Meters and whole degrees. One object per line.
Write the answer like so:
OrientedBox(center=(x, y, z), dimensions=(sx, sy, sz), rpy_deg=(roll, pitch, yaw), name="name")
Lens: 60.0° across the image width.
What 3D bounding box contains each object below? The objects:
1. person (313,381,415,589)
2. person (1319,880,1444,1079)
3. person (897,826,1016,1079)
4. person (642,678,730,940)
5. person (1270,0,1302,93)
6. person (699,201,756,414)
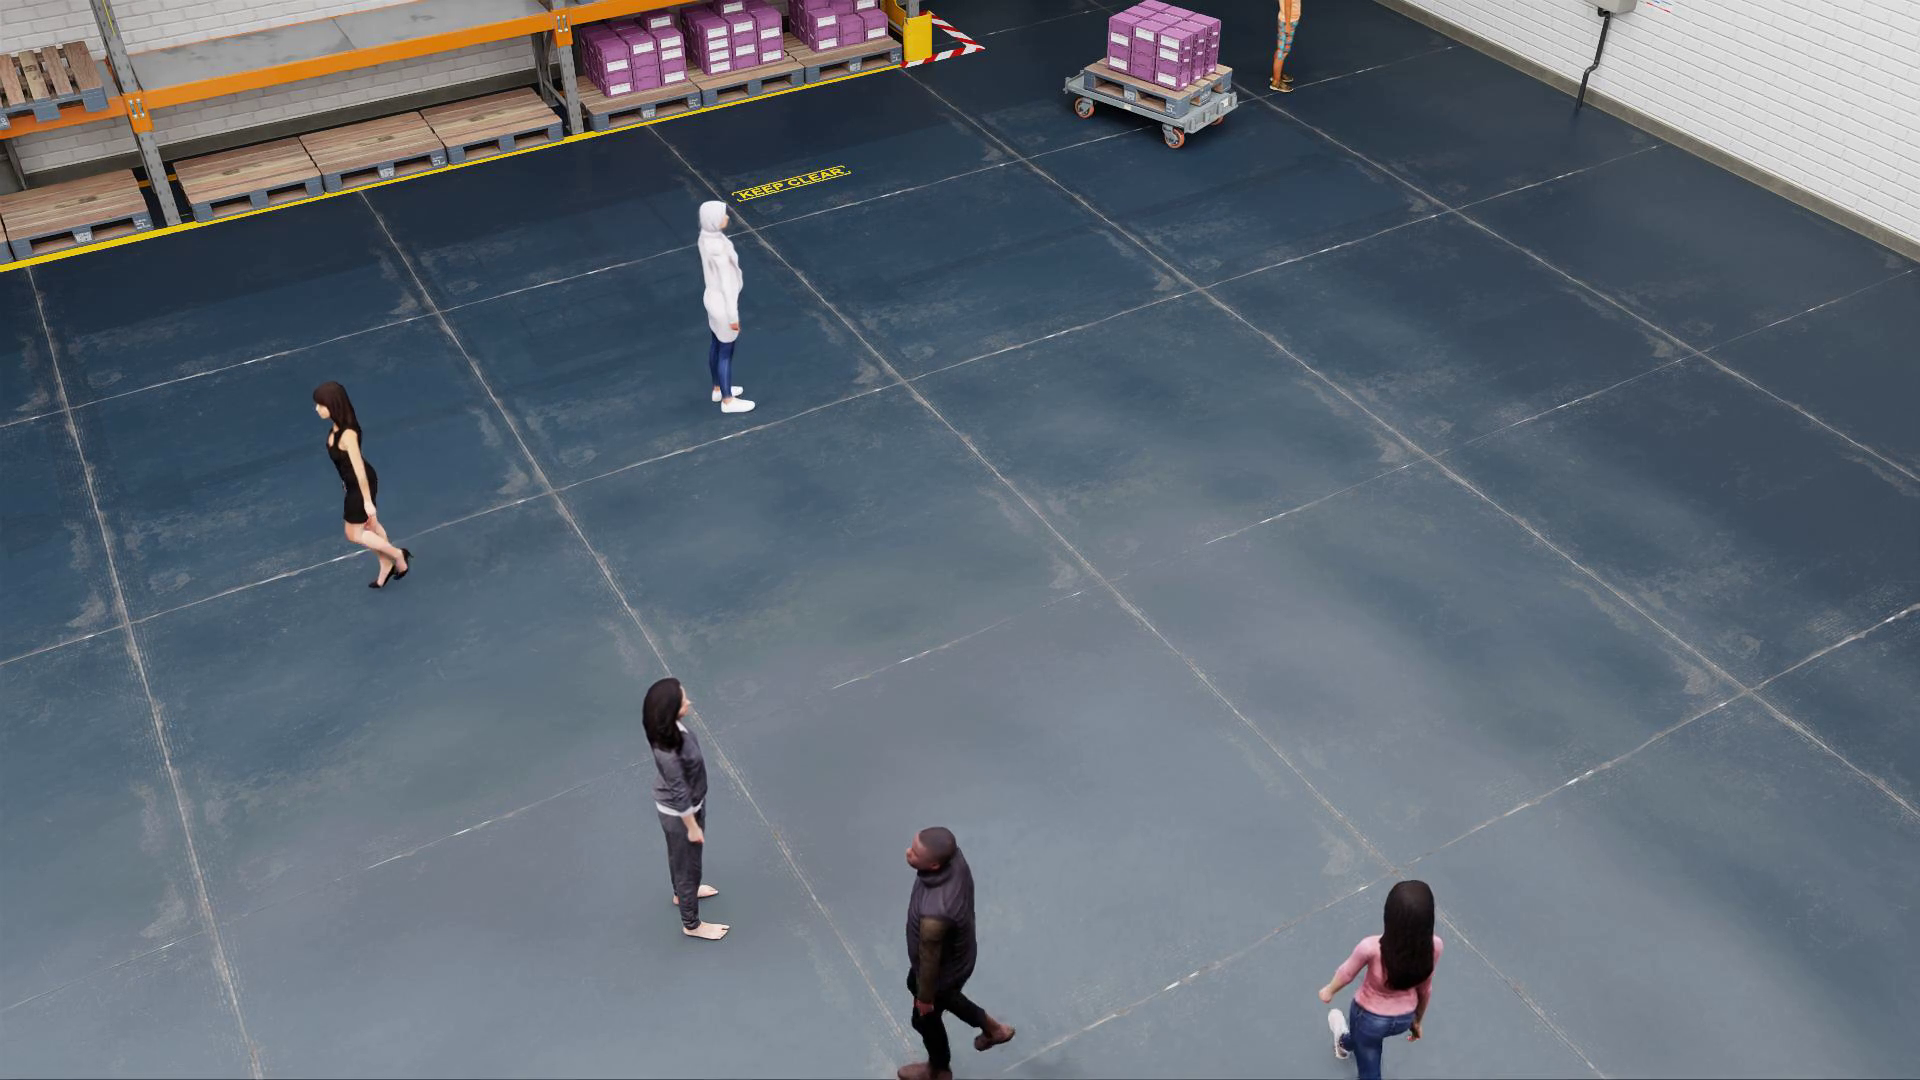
OrientedBox(center=(-3.939, -0.362, 11.150), dimensions=(0.605, 1.637, 0.593), rpy_deg=(-19, 42, -22), name="person")
OrientedBox(center=(1.991, 2.294, 7.769), dimensions=(1.100, 1.706, 0.902), rpy_deg=(-7, 39, -9), name="person")
OrientedBox(center=(-0.017, 2.033, 8.003), dimensions=(0.997, 1.822, 0.922), rpy_deg=(1, 39, 2), name="person")
OrientedBox(center=(-1.488, 1.412, 8.825), dimensions=(0.585, 1.765, 0.639), rpy_deg=(-11, 40, -13), name="person")
OrientedBox(center=(3.508, -5.574, 17.817), dimensions=(0.653, 1.461, 0.605), rpy_deg=(7, 39, 8), name="person")
OrientedBox(center=(-1.849, -1.806, 12.848), dimensions=(0.574, 1.775, 0.637), rpy_deg=(-15, 41, -18), name="person")
